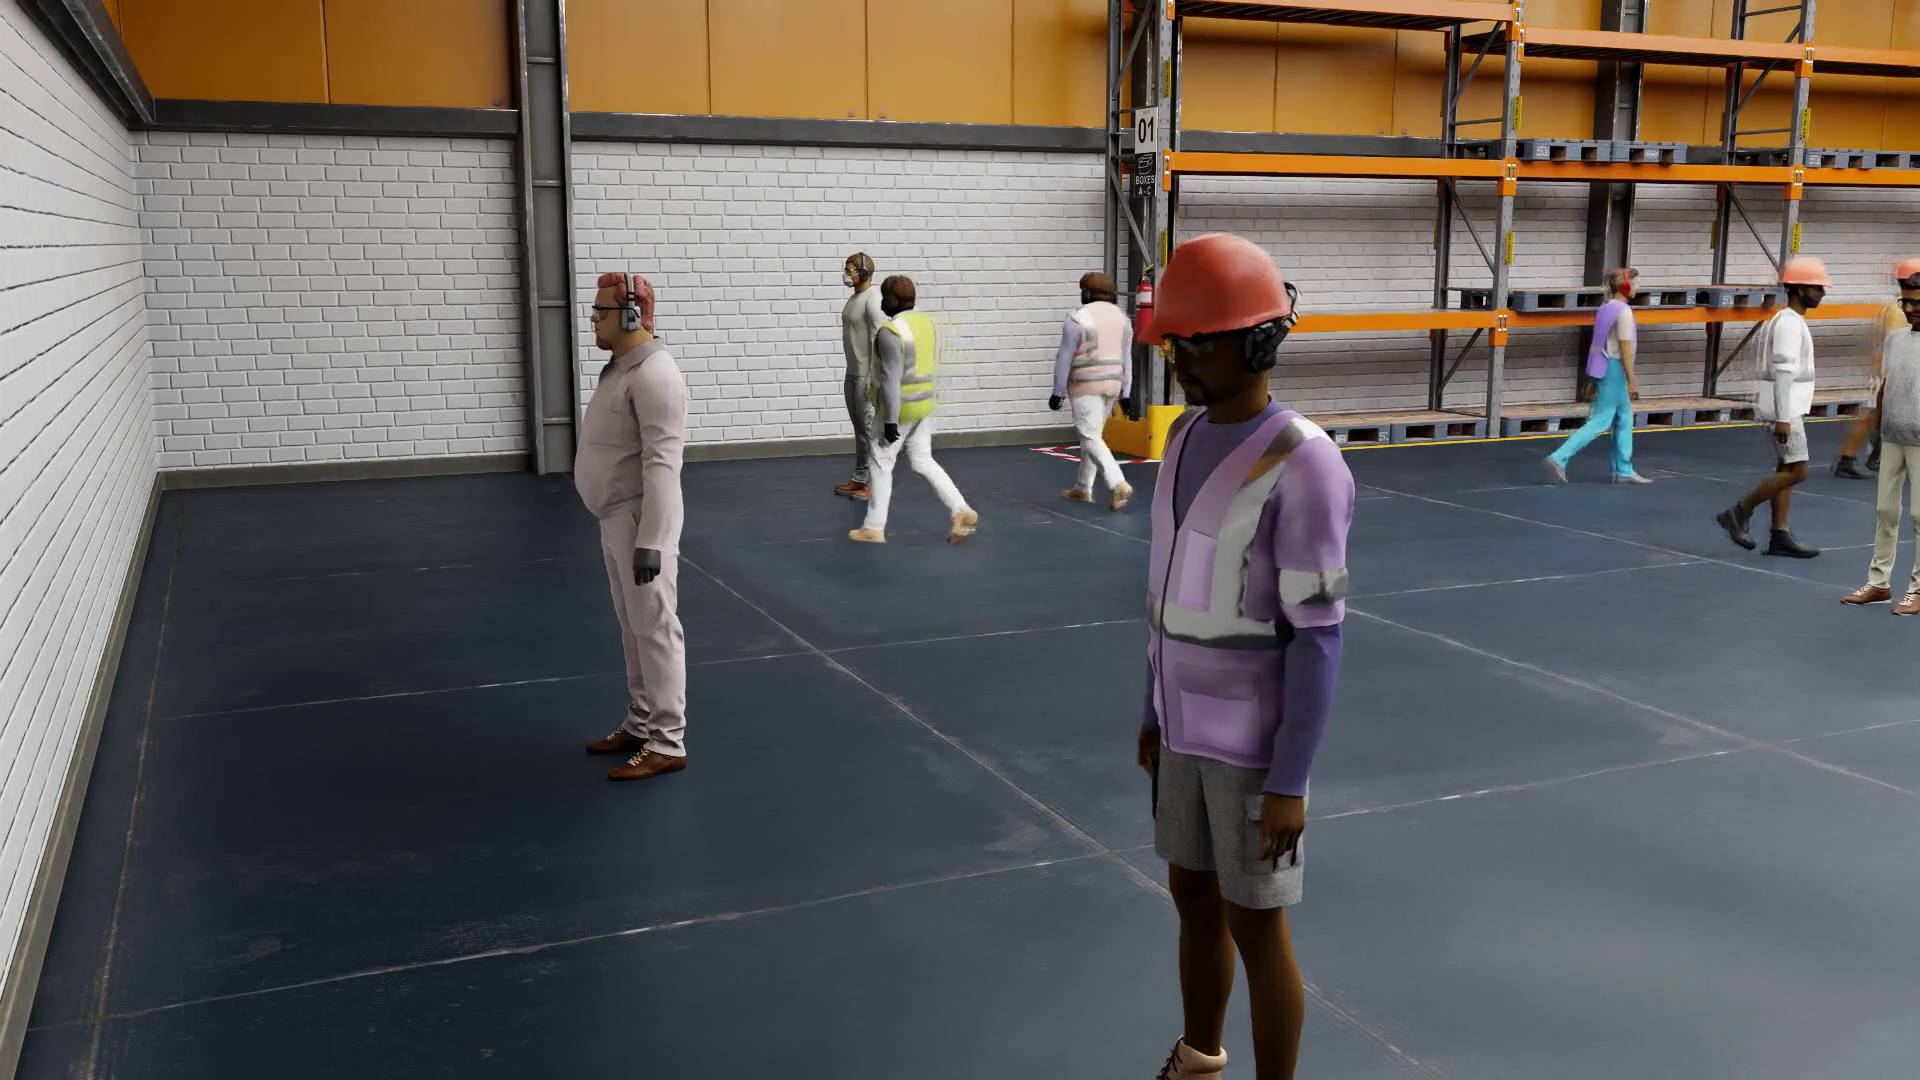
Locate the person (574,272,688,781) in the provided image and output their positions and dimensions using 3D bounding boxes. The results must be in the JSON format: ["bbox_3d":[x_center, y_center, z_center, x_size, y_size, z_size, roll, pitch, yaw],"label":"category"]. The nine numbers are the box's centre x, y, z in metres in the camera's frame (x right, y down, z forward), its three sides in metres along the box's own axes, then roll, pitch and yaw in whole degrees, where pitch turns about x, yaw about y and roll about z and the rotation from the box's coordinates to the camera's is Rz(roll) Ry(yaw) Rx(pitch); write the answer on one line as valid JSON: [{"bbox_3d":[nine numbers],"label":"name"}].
[{"bbox_3d":[-1.249,-0.052,6.322,0.407,1.910,0.638,-4,11,-23],"label":"person"}]

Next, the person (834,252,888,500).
[{"bbox_3d":[-0.766,-1.288,13.117,0.372,1.940,0.627,-4,11,-23],"label":"person"}]

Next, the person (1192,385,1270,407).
[{"bbox_3d":[1.623,-0.538,9.321,0.889,1.805,0.633,0,10,-2],"label":"person"}]

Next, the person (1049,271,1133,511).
[{"bbox_3d":[1.065,-1.132,12.633,0.623,1.809,0.867,-8,13,-39],"label":"person"}]

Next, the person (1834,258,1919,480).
[{"bbox_3d":[7.913,-1.407,13.944,0.980,1.884,0.564,6,12,31],"label":"person"}]

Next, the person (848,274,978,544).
[{"bbox_3d":[-0.318,-0.858,11.097,0.865,1.816,0.635,5,11,27],"label":"person"}]

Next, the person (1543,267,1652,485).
[{"bbox_3d":[5.330,-1.350,13.798,0.869,1.820,0.558,1,10,8],"label":"person"}]

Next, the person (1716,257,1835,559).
[{"bbox_3d":[5.249,-0.832,10.617,0.506,1.926,0.571,5,11,27],"label":"person"}]

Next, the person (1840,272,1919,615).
[{"bbox_3d":[5.175,-0.522,9.067,0.329,1.865,0.516,-4,11,-23],"label":"person"}]

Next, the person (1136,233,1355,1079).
[{"bbox_3d":[0.536,0.393,3.479,0.386,2.039,0.605,-4,11,-23],"label":"person"}]
